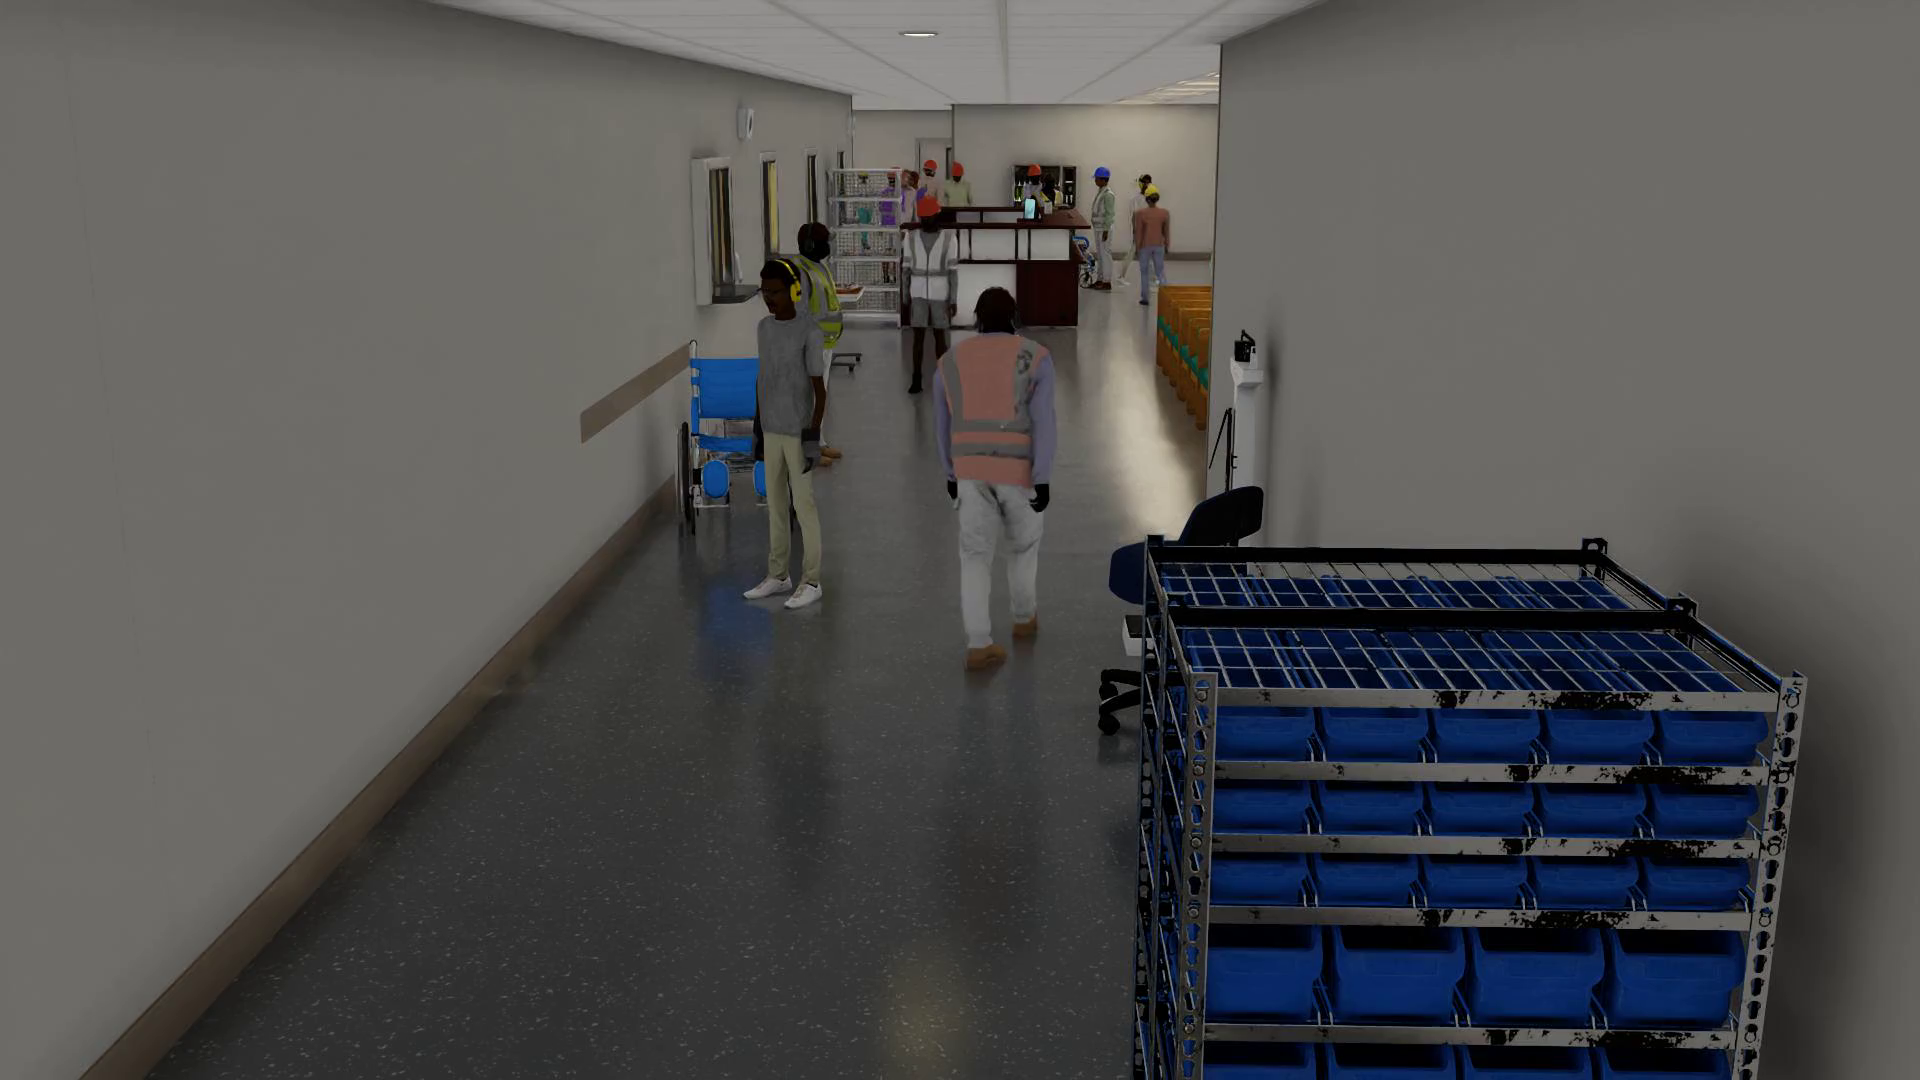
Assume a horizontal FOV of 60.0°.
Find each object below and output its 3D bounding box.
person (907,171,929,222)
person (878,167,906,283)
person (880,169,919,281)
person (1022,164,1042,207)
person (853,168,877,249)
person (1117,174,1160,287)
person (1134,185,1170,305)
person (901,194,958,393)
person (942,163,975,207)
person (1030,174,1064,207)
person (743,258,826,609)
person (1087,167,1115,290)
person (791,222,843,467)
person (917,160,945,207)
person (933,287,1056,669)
[{"bbox_3d":[-0.764,-5.384,28.493,0.569,1.839,0.374,11,17,37],"label":"person"},{"bbox_3d":[-1.063,-5.064,26.991,0.552,1.935,0.366,12,19,41],"label":"person"},{"bbox_3d":[-1.023,-5.300,28.066,0.771,1.887,0.446,-7,16,-28],"label":"person"},{"bbox_3d":[1.333,-5.717,29.670,0.550,1.928,0.389,9,17,33],"label":"person"},{"bbox_3d":[-2.077,-7.225,36.184,0.523,1.734,0.861,-6,15,-21],"label":"person"},{"bbox_3d":[2.962,-5.061,27.240,0.553,1.823,0.990,-12,18,-40],"label":"person"},{"bbox_3d":[2.803,-4.257,24.124,0.531,1.745,0.684,-2,14,-10],"label":"person"},{"bbox_3d":[-0.292,-2.405,16.252,0.551,1.939,0.451,2,14,8],"label":"person"},{"bbox_3d":[-0.063,-6.038,30.994,0.710,1.901,0.992,-1,14,-2],"label":"person"},{"bbox_3d":[1.424,-4.986,26.898,0.626,1.837,0.429,-7,16,-27],"label":"person"},{"bbox_3d":[-0.938,-0.564,8.884,0.508,1.865,0.329,11,18,38],"label":"person"},{"bbox_3d":[2.287,-4.994,26.684,0.389,1.949,0.604,-3,14,-10],"label":"person"},{"bbox_3d":[-1.108,-1.493,12.699,0.429,1.841,0.633,2,14,10],"label":"person"},{"bbox_3d":[-0.548,-5.928,30.380,0.619,1.994,0.381,7,15,26],"label":"person"},{"bbox_3d":[0.182,-0.319,8.077,0.638,1.774,0.929,4,14,16],"label":"person"}]
